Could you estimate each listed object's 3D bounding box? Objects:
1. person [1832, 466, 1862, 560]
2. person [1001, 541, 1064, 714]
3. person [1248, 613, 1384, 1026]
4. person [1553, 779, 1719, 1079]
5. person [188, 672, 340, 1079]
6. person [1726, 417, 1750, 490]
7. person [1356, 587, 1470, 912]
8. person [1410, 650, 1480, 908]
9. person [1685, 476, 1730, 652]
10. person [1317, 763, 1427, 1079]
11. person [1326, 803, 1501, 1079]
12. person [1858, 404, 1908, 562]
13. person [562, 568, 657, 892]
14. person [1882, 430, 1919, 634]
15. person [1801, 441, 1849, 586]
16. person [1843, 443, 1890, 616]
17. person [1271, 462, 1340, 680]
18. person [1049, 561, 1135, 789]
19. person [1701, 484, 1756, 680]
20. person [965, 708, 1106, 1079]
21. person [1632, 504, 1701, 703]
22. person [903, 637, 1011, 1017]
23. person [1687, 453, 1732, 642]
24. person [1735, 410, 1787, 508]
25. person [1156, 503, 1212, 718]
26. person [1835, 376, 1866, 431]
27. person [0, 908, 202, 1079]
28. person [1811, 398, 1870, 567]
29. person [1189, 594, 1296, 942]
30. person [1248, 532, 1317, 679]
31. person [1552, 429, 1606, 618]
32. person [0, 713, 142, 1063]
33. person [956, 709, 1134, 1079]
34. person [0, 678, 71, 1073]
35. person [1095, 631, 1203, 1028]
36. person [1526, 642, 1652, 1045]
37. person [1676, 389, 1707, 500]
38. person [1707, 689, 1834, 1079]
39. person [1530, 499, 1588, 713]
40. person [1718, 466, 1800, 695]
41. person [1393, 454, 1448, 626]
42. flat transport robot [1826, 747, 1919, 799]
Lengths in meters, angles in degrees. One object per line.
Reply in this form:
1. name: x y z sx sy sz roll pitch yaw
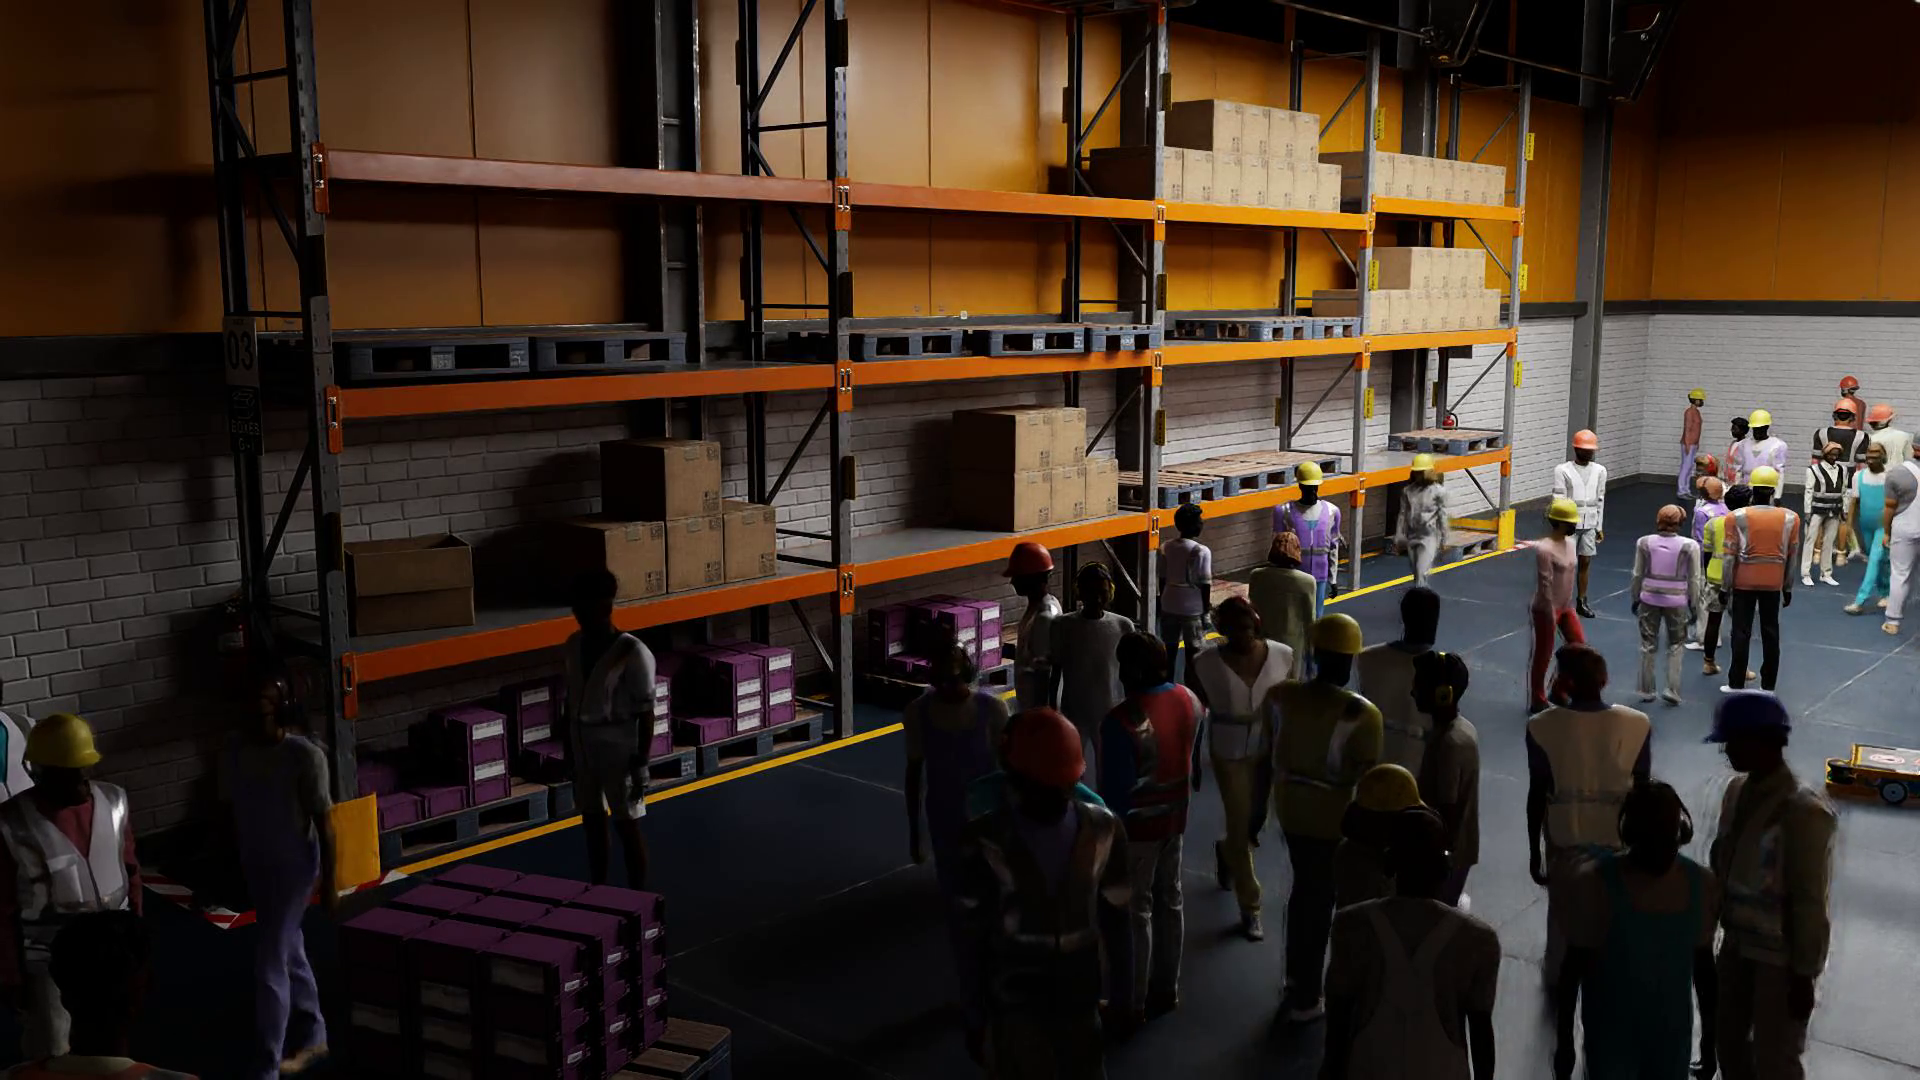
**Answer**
1. person: 11.024 -0.566 20.642 0.498 1.601 0.799 -2 9 -11
2. person: 0.436 0.958 9.771 0.391 1.928 0.547 0 9 1
3. person: 1.683 1.280 7.738 0.632 1.903 0.572 8 12 40
4. person: 2.264 1.655 5.604 0.595 1.825 0.486 -1 9 -5
5. person: -2.943 1.452 6.925 0.536 1.815 0.795 4 10 25
6. person: 10.081 -0.746 21.520 0.319 1.692 0.536 0 9 1
7. person: 2.346 1.163 8.584 0.596 1.882 0.866 7 11 37
8. person: 2.072 1.392 7.186 0.327 1.863 0.510 3 9 19
9. person: 6.952 0.220 15.456 0.523 1.636 0.310 -8 12 -40
10. person: 1.479 1.644 5.969 0.339 1.735 0.487 -1 9 -9
11. person: 1.384 1.719 5.146 0.504 1.839 0.342 3 9 19
12. person: 11.191 -0.663 20.126 0.683 1.962 0.556 -3 9 -16
13. person: -1.853 1.109 8.672 0.613 1.960 0.368 6 11 34
14. person: 9.314 -0.090 16.156 0.682 2.000 0.537 3 9 21
15. person: 9.762 -0.295 18.772 0.514 1.640 0.310 -1 9 -7
16. person: 9.509 -0.130 17.235 1.022 1.790 0.528 -6 11 -34
17. person: 2.913 0.298 14.017 0.587 1.927 0.363 -1 9 -8
18. person: 0.741 1.039 9.473 0.508 1.860 0.334 0 9 0
19. person: 6.652 0.361 14.350 0.322 1.696 0.536 -6 11 -35
20. person: 0.286 1.528 6.408 0.561 1.834 0.391 4 9 22
21. person: 5.739 0.522 13.533 0.541 1.621 0.346 6 11 36
22. person: 0.012 1.327 7.726 0.554 1.820 0.401 2 9 13
23. person: 7.189 0.085 15.766 0.556 1.818 0.622 3 9 18
24. person: 9.481 -0.588 19.770 0.390 1.919 0.583 -7 11 -39
25. person: 1.771 0.553 13.103 0.321 1.699 0.535 -7 11 -39
26. person: 13.531 -1.501 25.403 0.609 1.996 0.383 -5 10 -27
27. person: -2.015 1.841 3.992 0.599 1.958 0.372 2 9 11
28. person: 10.602 -0.691 20.084 0.612 2.031 0.403 5 10 29
29. person: 1.505 1.150 8.956 0.590 1.801 0.855 -1 9 -9
30. person: 2.338 0.744 12.120 0.505 1.622 0.299 3 9 19
31. person: 6.306 -0.163 16.953 0.545 1.940 0.352 -1 9 -4
32. person: -3.380 1.543 6.329 0.403 1.824 0.595 5 10 29
33. person: 0.281 1.544 5.740 0.617 2.018 0.838 -2 9 -15
34. person: -4.149 1.420 7.112 0.429 1.831 0.635 4 10 26
35. person: 0.836 1.323 7.694 0.429 1.842 0.626 8 12 43
36. person: 2.872 1.368 7.603 0.588 1.783 0.969 1 9 9
37. person: 11.549 -1.507 26.215 0.340 1.760 0.526 7 11 39
38. person: 3.023 1.518 6.210 0.393 1.893 0.670 0 9 -1
39. person: 4.701 0.541 13.023 0.525 1.746 0.466 -7 11 -39
40. person: 6.551 0.351 13.679 0.591 1.927 0.366 1 9 6
41. person: 4.525 0.015 16.516 0.798 1.710 0.491 -8 12 -42
42. flat transport robot: 6.554 1.589 11.012 1.431 0.197 0.652 5 10 29
